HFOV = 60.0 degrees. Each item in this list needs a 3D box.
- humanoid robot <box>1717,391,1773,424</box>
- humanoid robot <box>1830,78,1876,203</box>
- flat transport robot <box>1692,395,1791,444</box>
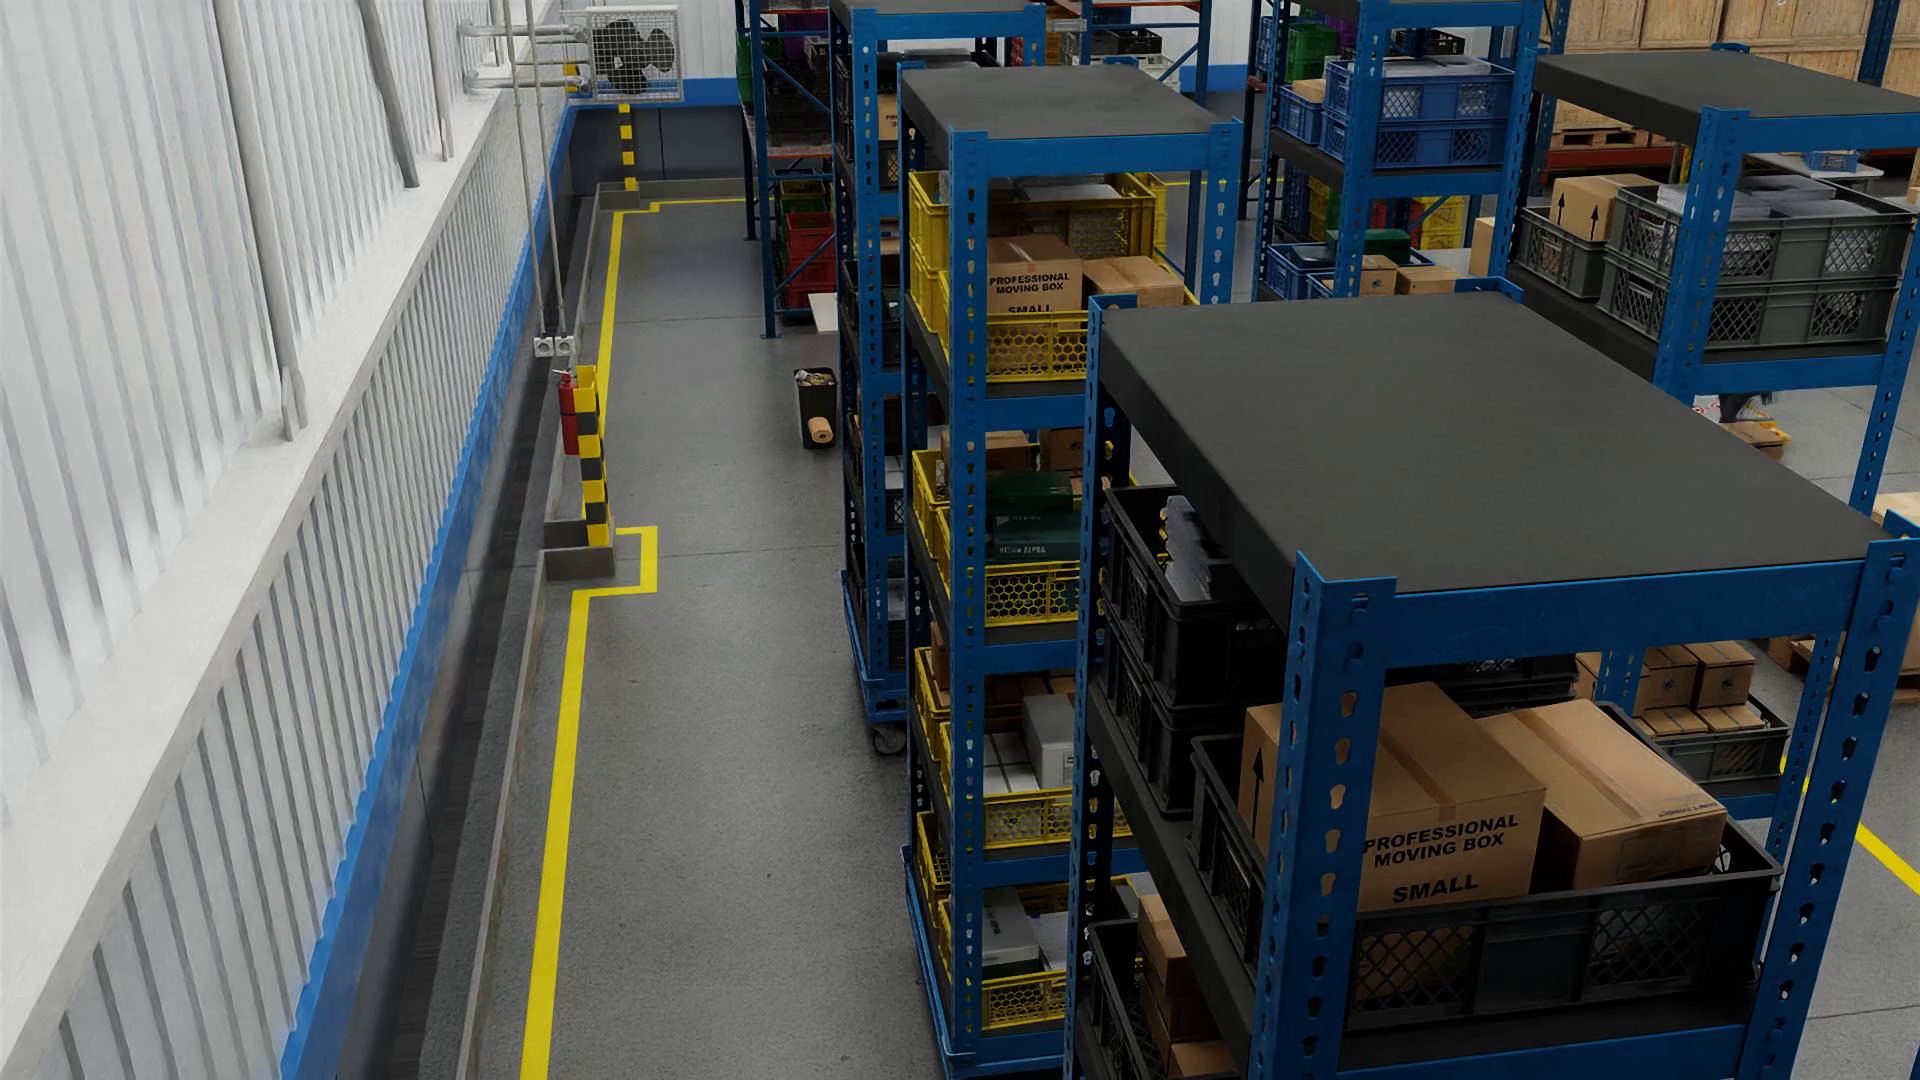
[{"bbox_3d":[5.188,-1.171,11.187,0.705,1.627,0.607,-7,26,-14],"label":"humanoid robot"},{"bbox_3d":[9.101,-3.877,17.025,0.315,1.657,0.611,15,29,30],"label":"humanoid robot"},{"bbox_3d":[5.224,-0.859,12.132,1.431,0.197,0.652,-4,25,-8],"label":"flat transport robot"}]
